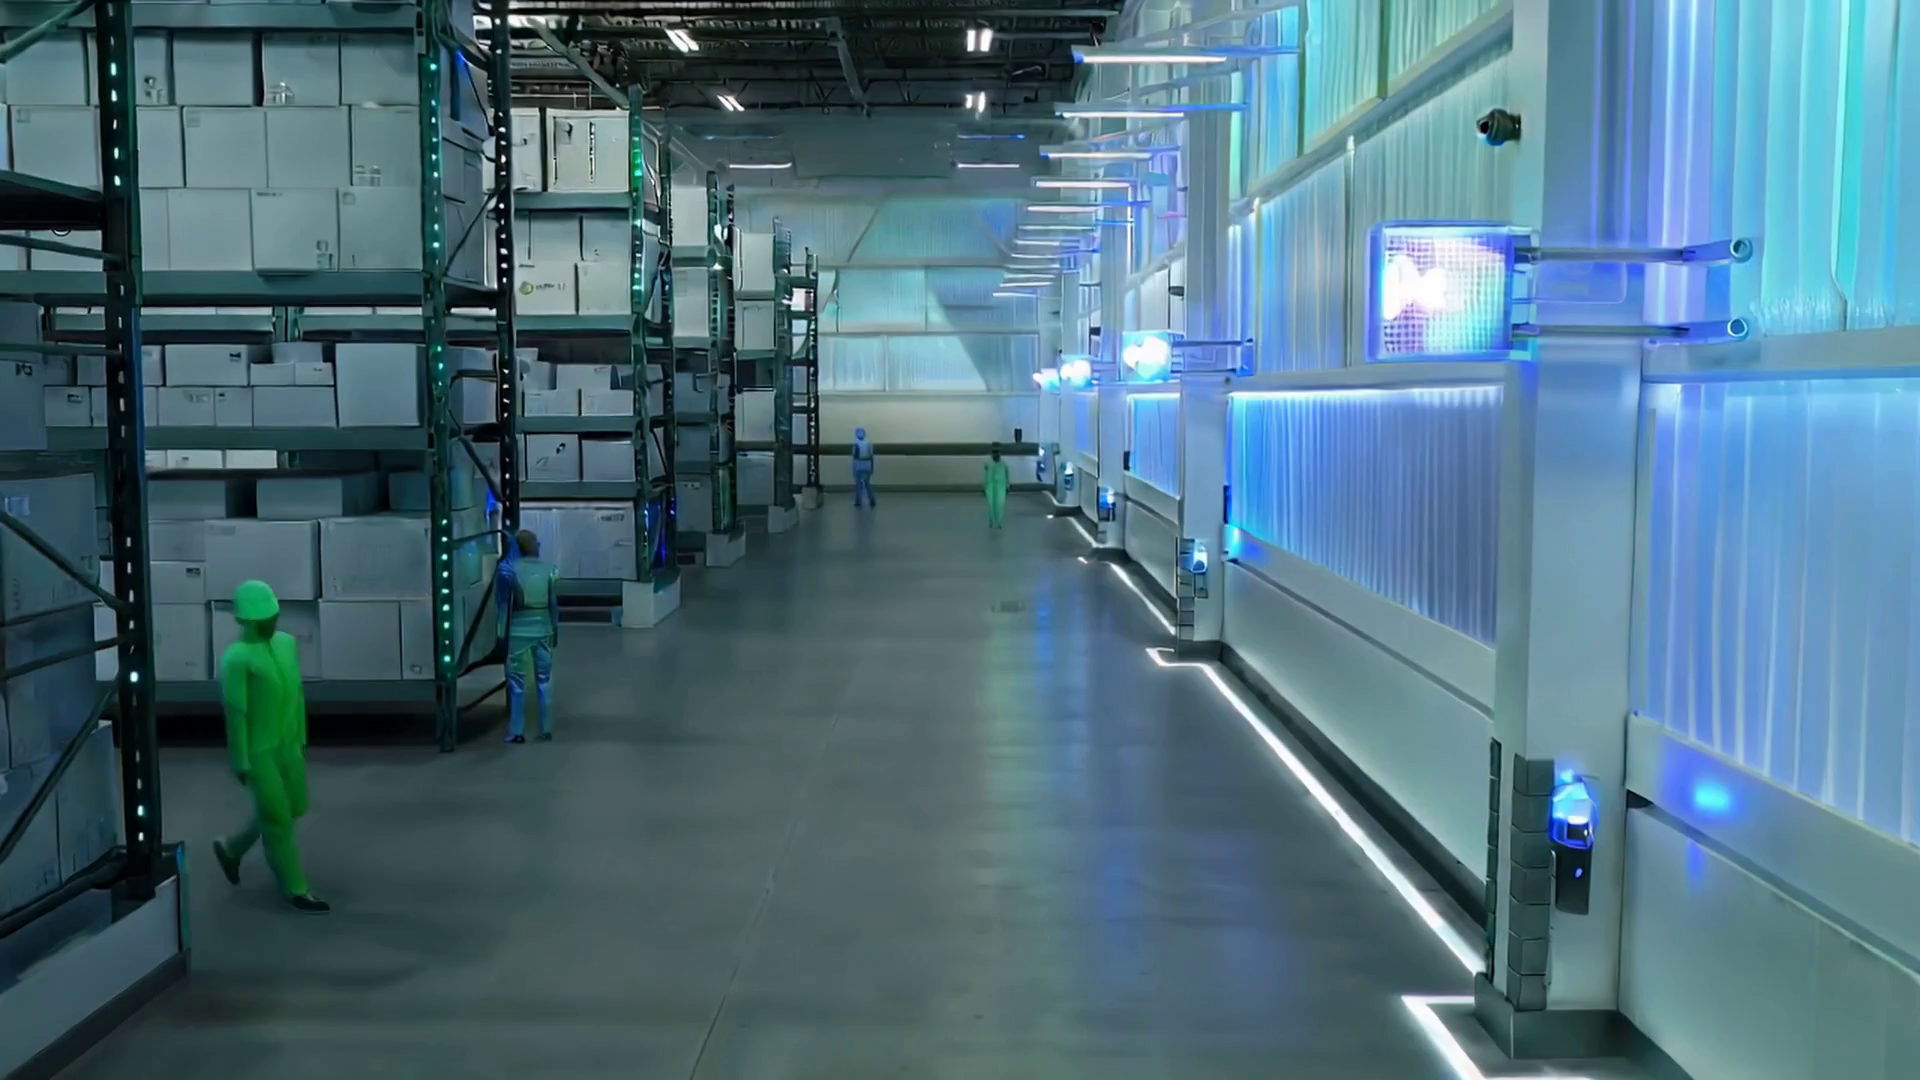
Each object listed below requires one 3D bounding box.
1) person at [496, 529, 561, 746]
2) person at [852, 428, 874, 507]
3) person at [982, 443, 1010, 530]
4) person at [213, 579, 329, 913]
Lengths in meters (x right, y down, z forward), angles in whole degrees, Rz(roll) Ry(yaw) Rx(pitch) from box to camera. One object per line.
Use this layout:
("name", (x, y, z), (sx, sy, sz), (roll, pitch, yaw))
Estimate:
("person", (-3.247, 0.735, 12.553), (0.525, 1.631, 0.312), (-5, 7, -44))
("person", (-2.300, -1.731, 39.756), (0.538, 1.913, 0.919), (-2, 5, -22))
("person", (0.702, -1.070, 33.052), (0.572, 1.730, 0.716), (-1, 5, -10))
("person", (-3.565, 1.040, 8.440), (0.657, 1.721, 0.559), (1, 5, 14))
